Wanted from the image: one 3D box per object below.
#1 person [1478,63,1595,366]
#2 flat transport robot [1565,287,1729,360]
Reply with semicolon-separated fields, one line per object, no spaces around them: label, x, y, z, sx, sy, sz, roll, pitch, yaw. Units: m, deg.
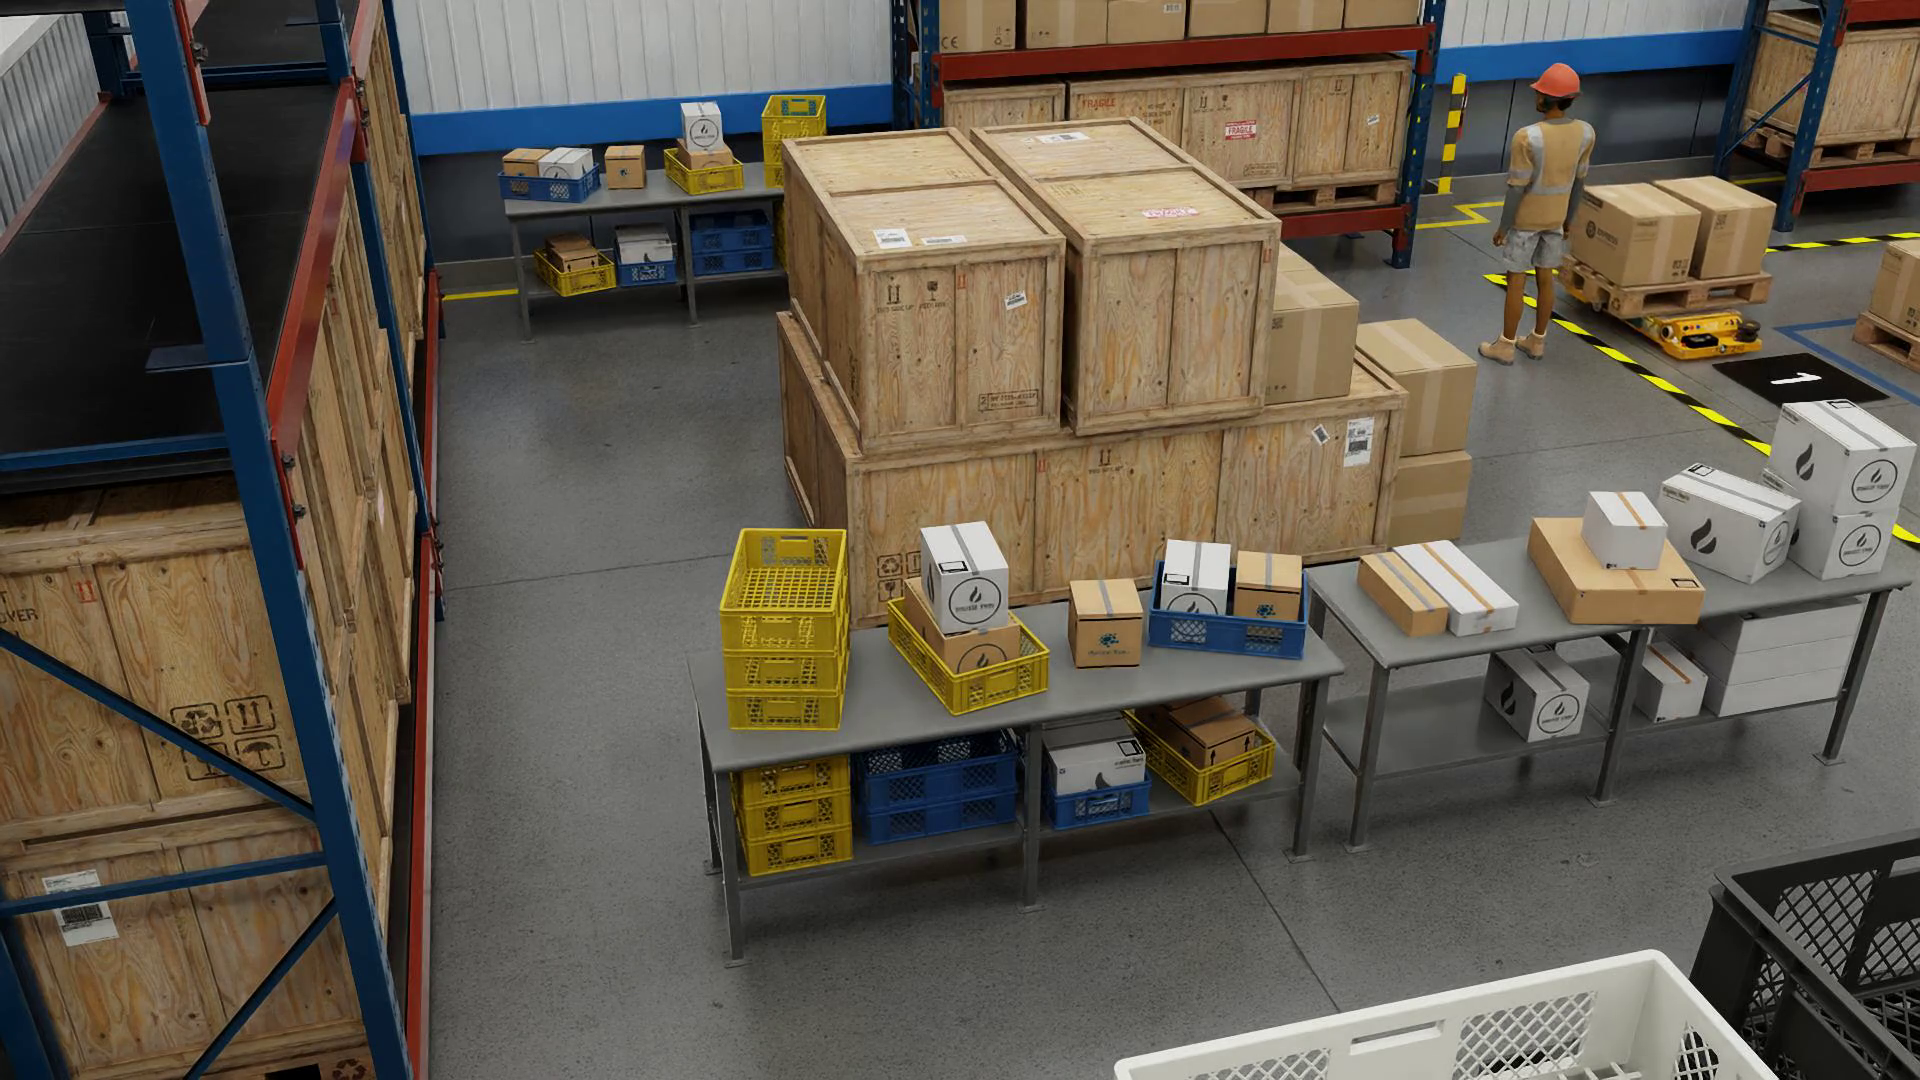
person;3.889;-2.178;11.229;0.613;2.047;0.357;-10;30;-17
flat transport robot;5.135;-1.700;12.173;0.652;0.197;1.431;-7;30;-13
